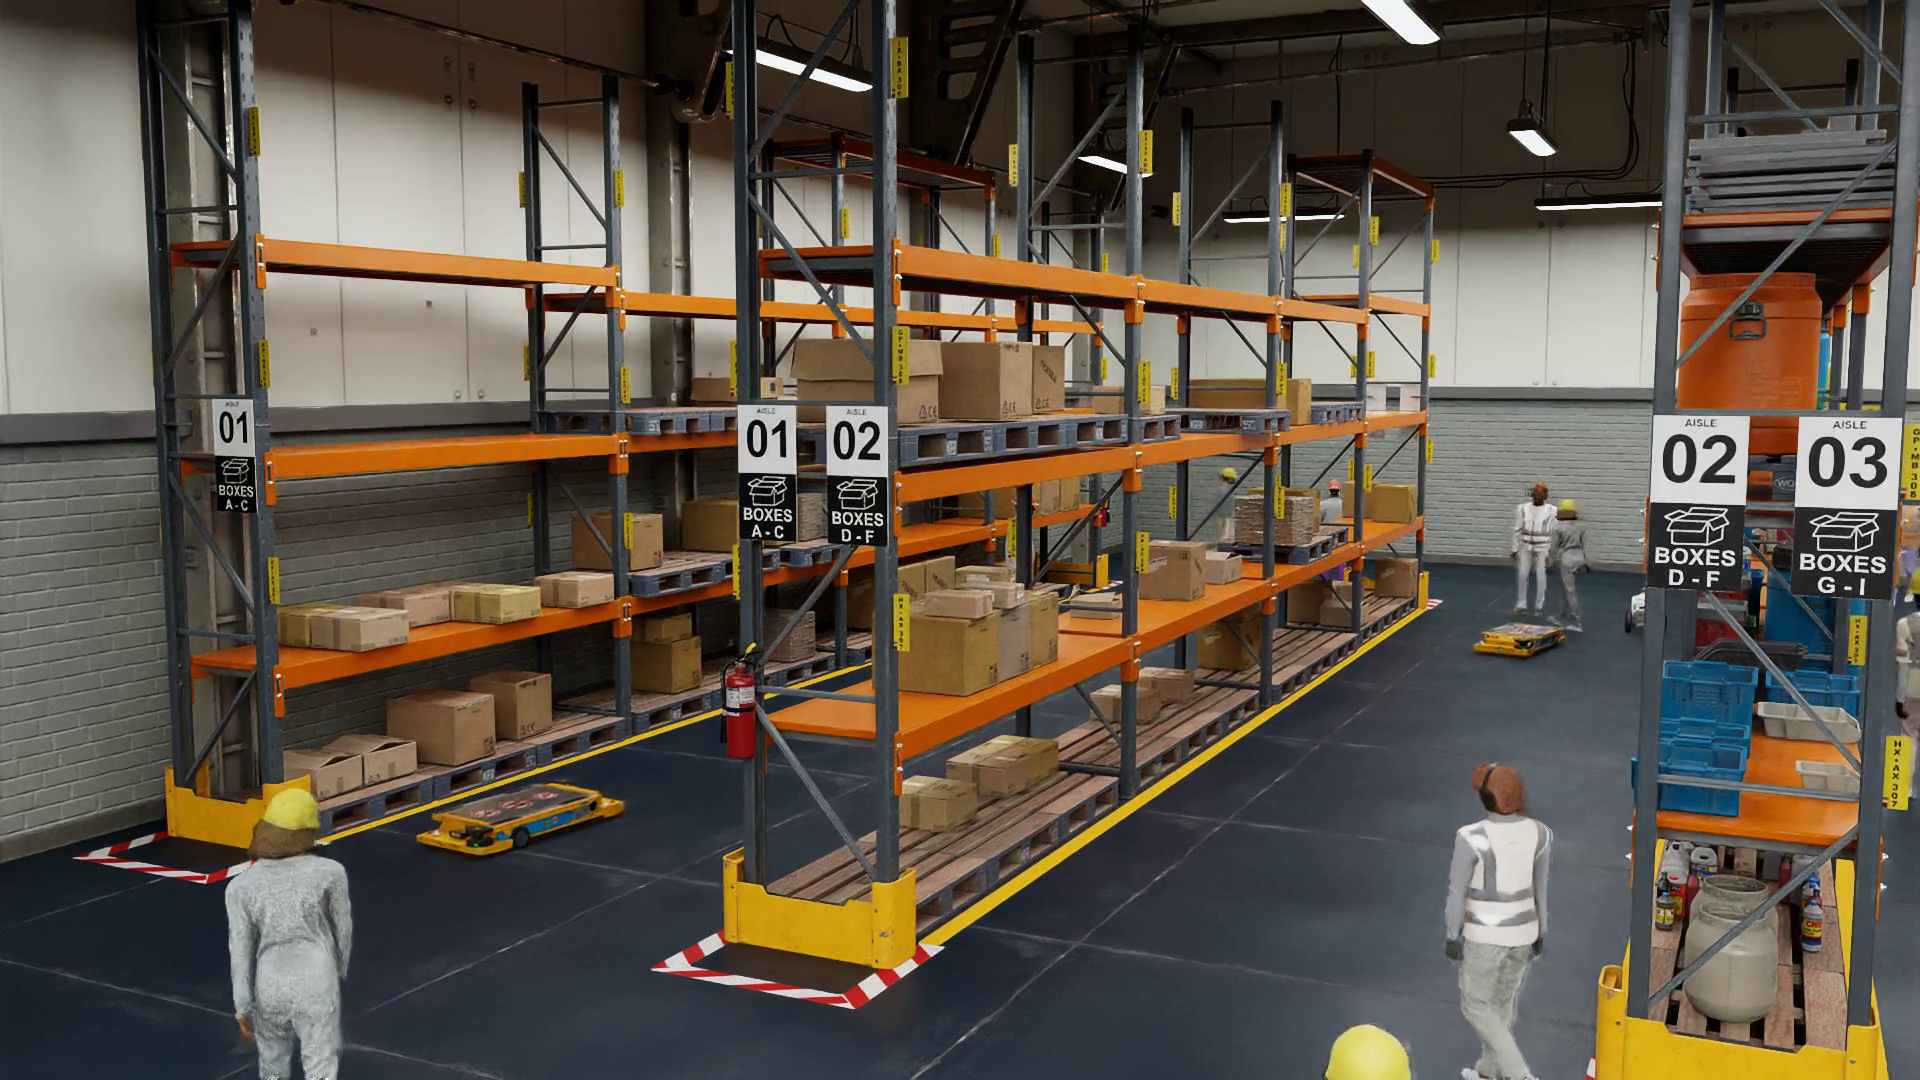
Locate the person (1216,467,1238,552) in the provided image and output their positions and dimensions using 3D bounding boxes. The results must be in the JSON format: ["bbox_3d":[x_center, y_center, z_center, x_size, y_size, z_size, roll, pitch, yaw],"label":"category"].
[{"bbox_3d":[4.576,-0.373,28.501,0.380,1.752,0.548,2,6,20],"label":"person"}]

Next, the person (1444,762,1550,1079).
[{"bbox_3d":[2.508,1.839,7.648,0.528,1.618,0.653,-2,6,-19],"label":"person"}]

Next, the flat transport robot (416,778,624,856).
[{"bbox_3d":[-3.224,2.028,12.282,0.652,0.197,1.431,4,7,32],"label":"flat transport robot"}]

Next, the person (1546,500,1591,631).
[{"bbox_3d":[7.968,0.321,21.941,0.497,1.701,0.813,-2,6,-21],"label":"person"}]

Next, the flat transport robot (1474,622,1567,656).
[{"bbox_3d":[6.868,1.200,20.336,0.652,0.197,1.431,5,7,38],"label":"flat transport robot"}]

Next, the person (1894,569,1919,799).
[{"bbox_3d":[7.584,1.157,12.995,0.605,1.883,0.806,1,6,9],"label":"person"}]

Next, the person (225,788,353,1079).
[{"bbox_3d":[-2.819,1.873,7.020,0.475,1.671,0.911,-2,6,-14],"label":"person"}]

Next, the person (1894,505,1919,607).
[{"bbox_3d":[13.660,0.017,24.049,0.593,1.897,0.775,6,8,43],"label":"person"}]

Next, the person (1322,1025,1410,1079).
[{"bbox_3d":[1.058,2.117,4.364,0.566,1.764,0.372,-2,6,-19],"label":"person"}]

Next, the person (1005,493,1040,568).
[{"bbox_3d":[0.744,0.397,19.900,0.405,1.990,0.622,-1,6,-8],"label":"person"}]

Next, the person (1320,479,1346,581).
[{"bbox_3d":[5.708,-0.052,25.364,0.559,1.753,0.323,1,6,11],"label":"person"}]

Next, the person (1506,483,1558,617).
[{"bbox_3d":[7.928,0.140,23.035,0.674,1.868,0.340,4,7,37],"label":"person"}]
